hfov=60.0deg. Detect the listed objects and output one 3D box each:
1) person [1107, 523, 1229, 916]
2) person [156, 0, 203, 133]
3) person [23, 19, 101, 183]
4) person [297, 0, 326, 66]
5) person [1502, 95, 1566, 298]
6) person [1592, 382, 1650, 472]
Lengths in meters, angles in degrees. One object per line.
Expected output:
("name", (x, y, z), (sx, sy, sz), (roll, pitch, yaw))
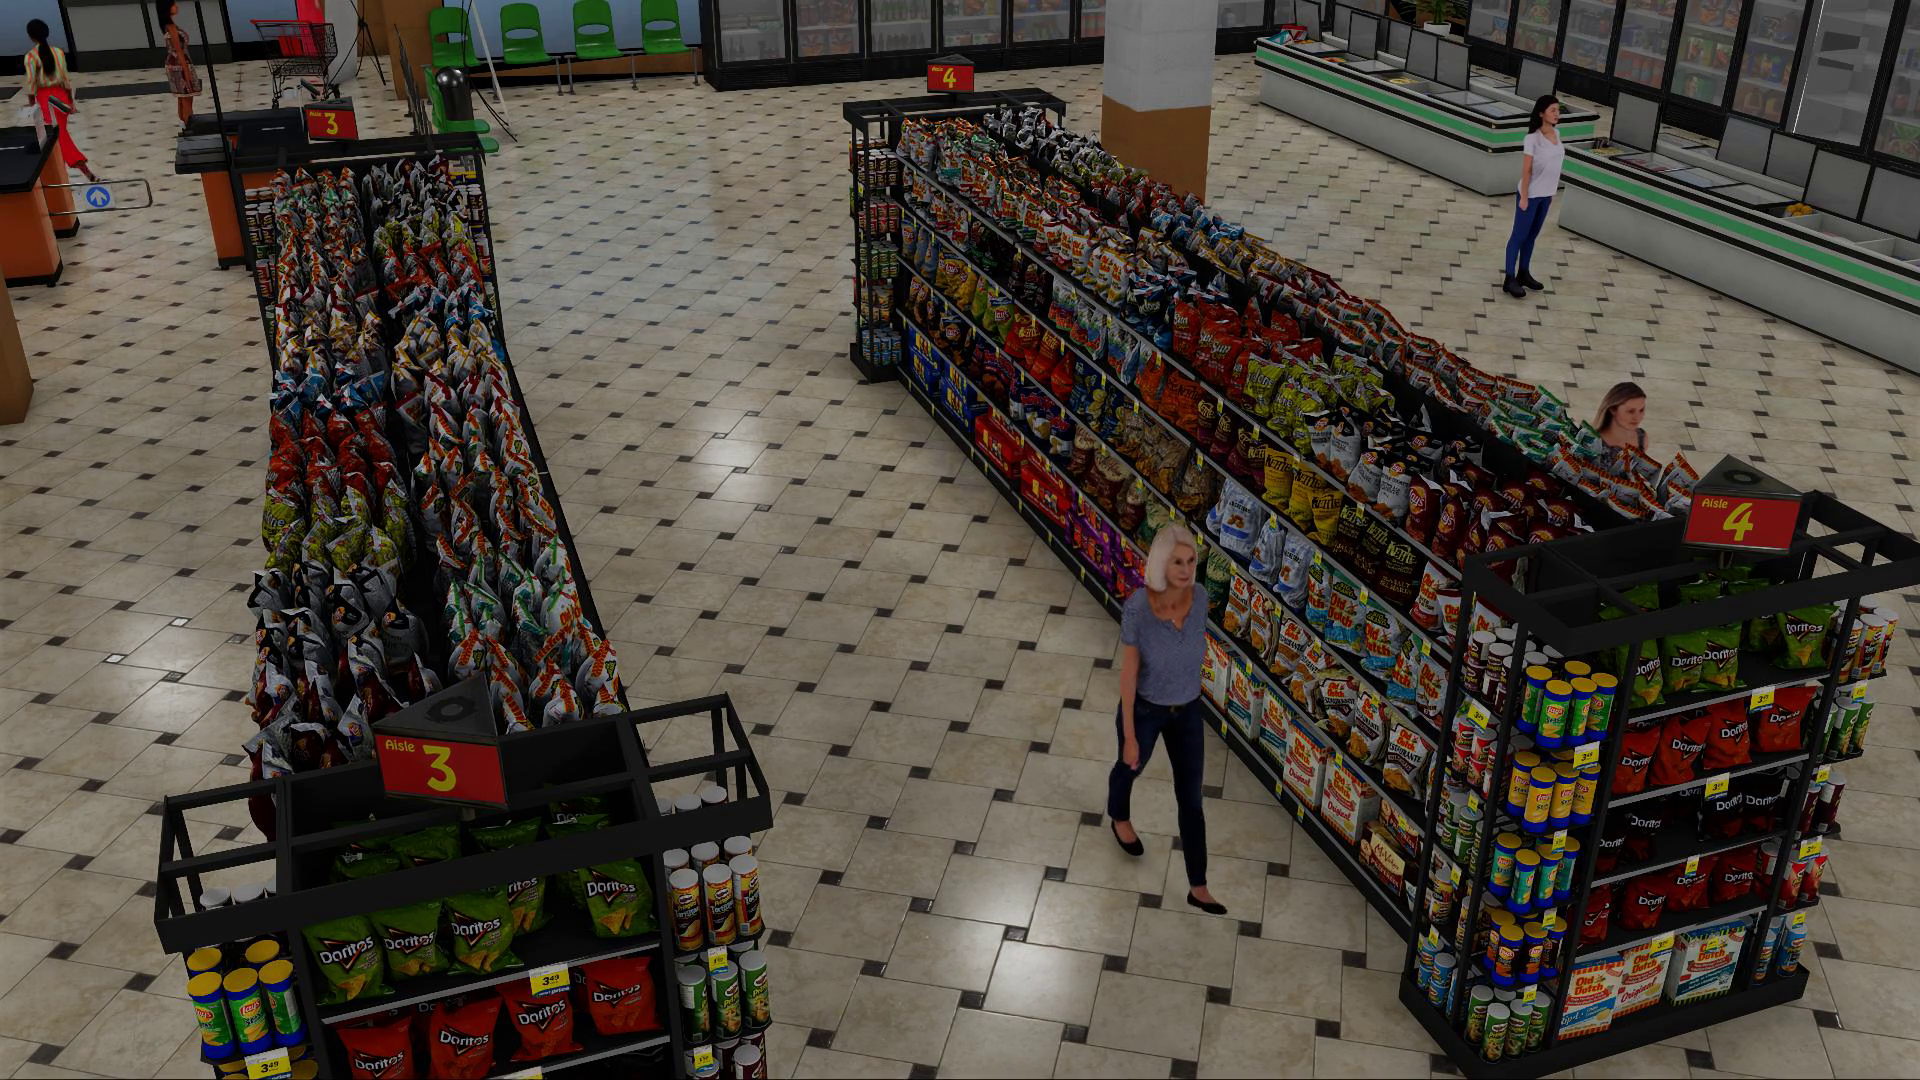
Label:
("person", (0.797, 0.692, 7.036), (0.606, 1.676, 1.072), (-10, 29, -19))
("person", (-8.962, -5.405, 19.093), (0.764, 1.645, 0.569), (-18, 32, -31))
("person", (-9.102, -4.316, 16.826), (1.153, 1.753, 1.092), (12, 29, 22))
("person", (-9.010, -7.435, 23.006), (0.752, 1.726, 0.627), (-21, 34, -35))
("person", (4.882, -2.924, 14.156), (0.672, 1.685, 0.644), (-22, 34, -36))
("person", (3.206, -0.013, 8.397), (0.570, 1.702, 0.483), (-10, 29, -19))
